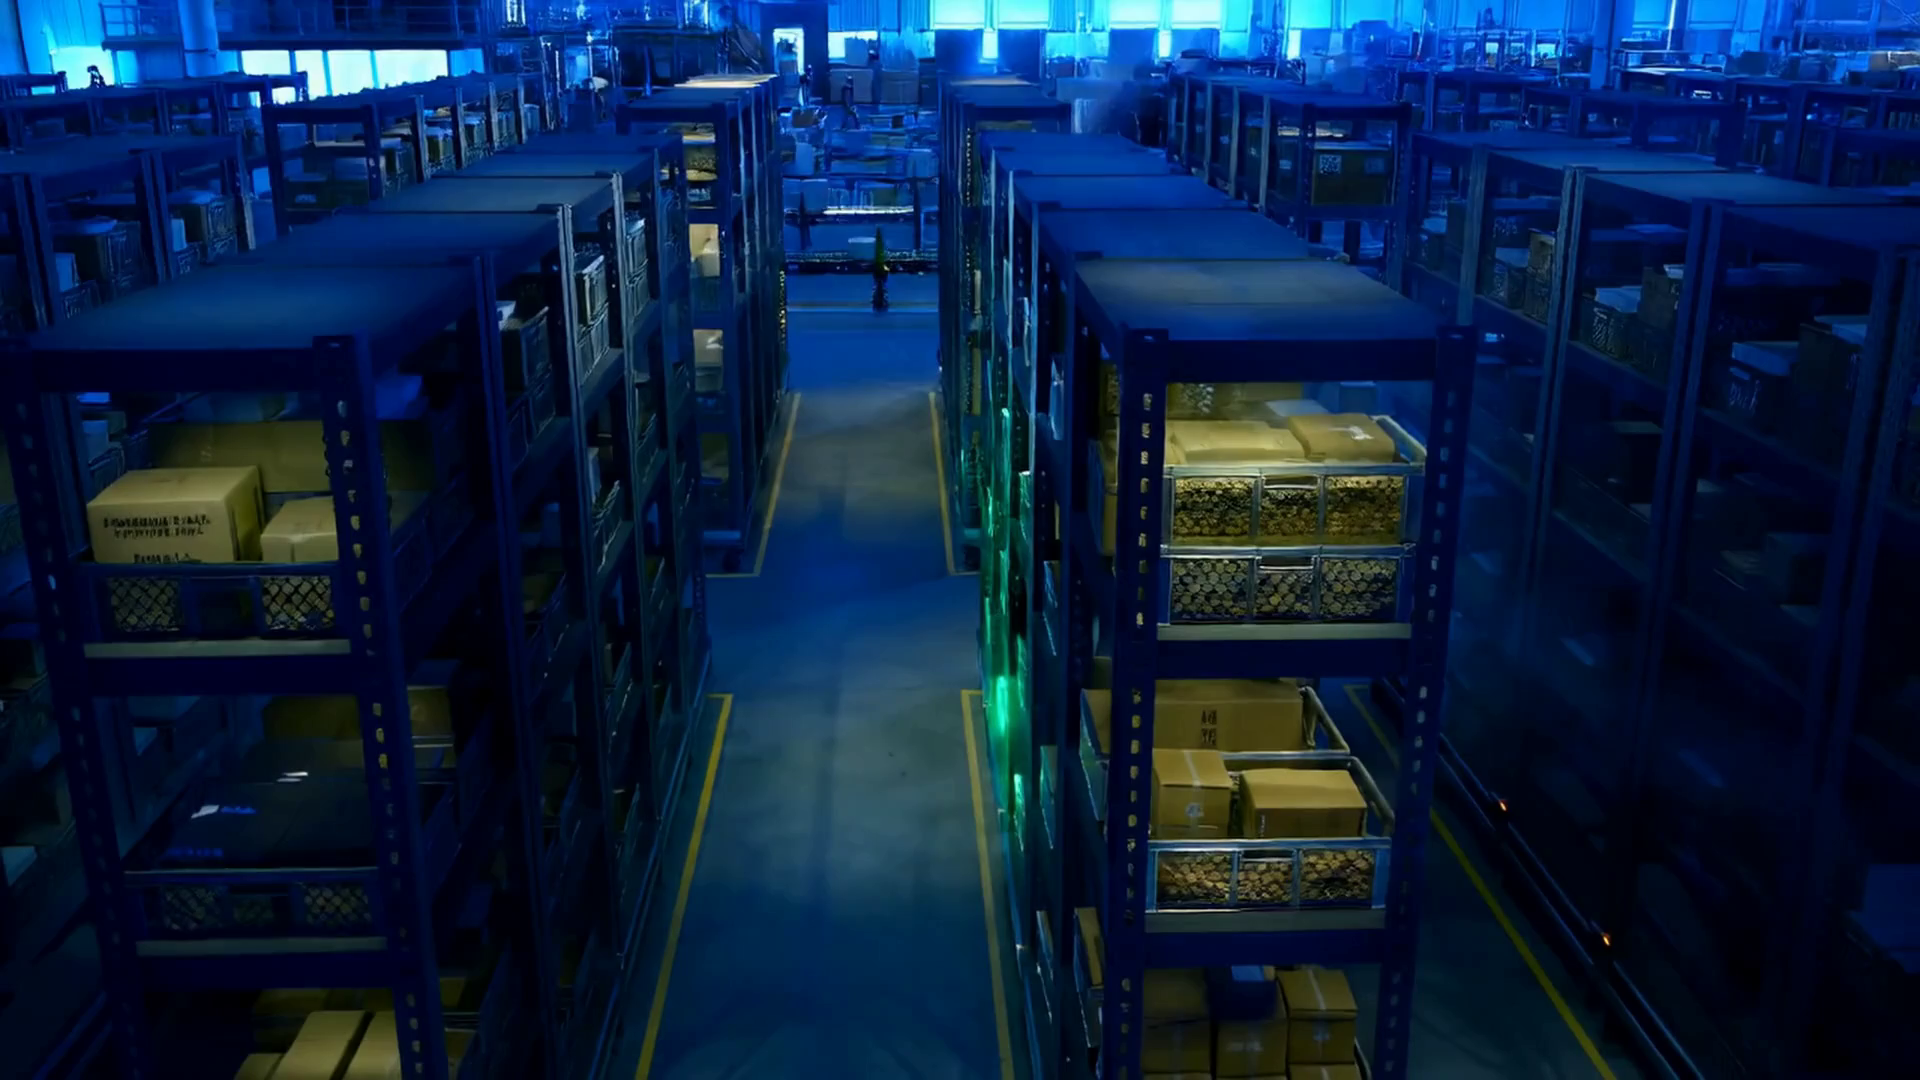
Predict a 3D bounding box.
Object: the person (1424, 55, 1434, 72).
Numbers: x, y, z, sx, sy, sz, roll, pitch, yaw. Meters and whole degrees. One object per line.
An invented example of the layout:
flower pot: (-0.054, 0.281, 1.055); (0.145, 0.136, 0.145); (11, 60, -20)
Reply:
person: (23.089, -22.985, 82.093); (0.533, 1.817, 0.643); (10, 20, 28)

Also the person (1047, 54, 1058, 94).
person: (4.427, -22.409, 80.116); (0.371, 1.940, 0.627); (-16, 24, -40)

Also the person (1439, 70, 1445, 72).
person: (18.157, -16.835, 62.965); (1.020, 1.874, 0.563); (13, 22, 35)

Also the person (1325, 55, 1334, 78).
person: (19.198, -24.300, 86.357); (0.502, 1.697, 0.910); (-4, 18, -11)

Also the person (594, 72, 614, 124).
person: (-13.154, -16.280, 61.276); (0.648, 1.869, 0.588); (0, 18, 0)

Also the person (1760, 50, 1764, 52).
person: (41.756, -24.633, 87.018); (0.599, 1.922, 0.625); (-9, 20, -25)

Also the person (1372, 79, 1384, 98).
person: (14.471, -14.993, 57.399); (0.689, 1.795, 0.615); (4, 18, 12)

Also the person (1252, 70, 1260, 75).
person: (10.559, -15.773, 59.490); (0.387, 1.996, 0.611); (-11, 21, -30)

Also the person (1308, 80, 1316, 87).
person: (12.350, -15.185, 58.083); (0.458, 1.741, 0.586); (9, 20, 26)

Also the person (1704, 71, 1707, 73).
person: (27.877, -16.684, 62.439); (0.628, 1.911, 1.008); (10, 20, 28)

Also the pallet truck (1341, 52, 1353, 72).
pallet truck: (18.794, -23.123, 82.231); (0.823, 1.965, 1.885); (-13, 22, -35)

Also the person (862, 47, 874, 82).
person: (-5.109, -26.812, 93.772); (0.751, 1.928, 0.618); (4, 18, 11)

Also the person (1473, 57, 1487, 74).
person: (24.007, -21.352, 76.904); (0.600, 1.901, 0.784); (-1, 18, -2)

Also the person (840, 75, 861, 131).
person: (-3.619, -14.384, 55.197); (1.043, 1.986, 0.637); (12, 22, 33)

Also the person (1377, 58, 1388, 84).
person: (20.763, -22.826, 81.808); (0.533, 1.690, 0.322); (-1, 18, -5)

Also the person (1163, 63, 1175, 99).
person: (8.304, -17.715, 65.426); (0.682, 2.000, 0.537); (-3, 18, -9)

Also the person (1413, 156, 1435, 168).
person: (10.427, -8.499, 37.430); (0.542, 1.721, 0.914); (16, 24, 40)

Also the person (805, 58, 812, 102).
person: (-6.747, -20.630, 74.633); (0.388, 1.929, 0.564); (-3, 18, -10)

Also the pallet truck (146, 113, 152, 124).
pallet truck: (-18.087, -8.309, 36.390); (1.885, 1.965, 0.823); (-1, 18, -4)

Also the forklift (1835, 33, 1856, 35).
forklift: (46.056, -25.071, 86.845); (1.129, 2.768, 1.873); (-1, 18, -2)

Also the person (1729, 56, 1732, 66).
person: (37.477, -22.706, 81.211); (0.502, 1.837, 0.349); (6, 19, 17)

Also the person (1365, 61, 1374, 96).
person: (18.096, -20.193, 73.381); (0.402, 1.861, 0.501); (9, 20, 26)

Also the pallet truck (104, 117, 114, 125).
pallet truck: (-18.367, -7.885, 35.078); (1.885, 1.965, 0.823); (1, 18, 2)

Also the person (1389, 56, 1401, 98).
person: (20.513, -21.796, 78.241); (0.437, 1.922, 0.654); (-10, 20, -28)

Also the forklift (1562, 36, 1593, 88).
forklift: (28.994, -22.016, 77.391); (1.873, 2.768, 1.129); (2, 18, 5)
